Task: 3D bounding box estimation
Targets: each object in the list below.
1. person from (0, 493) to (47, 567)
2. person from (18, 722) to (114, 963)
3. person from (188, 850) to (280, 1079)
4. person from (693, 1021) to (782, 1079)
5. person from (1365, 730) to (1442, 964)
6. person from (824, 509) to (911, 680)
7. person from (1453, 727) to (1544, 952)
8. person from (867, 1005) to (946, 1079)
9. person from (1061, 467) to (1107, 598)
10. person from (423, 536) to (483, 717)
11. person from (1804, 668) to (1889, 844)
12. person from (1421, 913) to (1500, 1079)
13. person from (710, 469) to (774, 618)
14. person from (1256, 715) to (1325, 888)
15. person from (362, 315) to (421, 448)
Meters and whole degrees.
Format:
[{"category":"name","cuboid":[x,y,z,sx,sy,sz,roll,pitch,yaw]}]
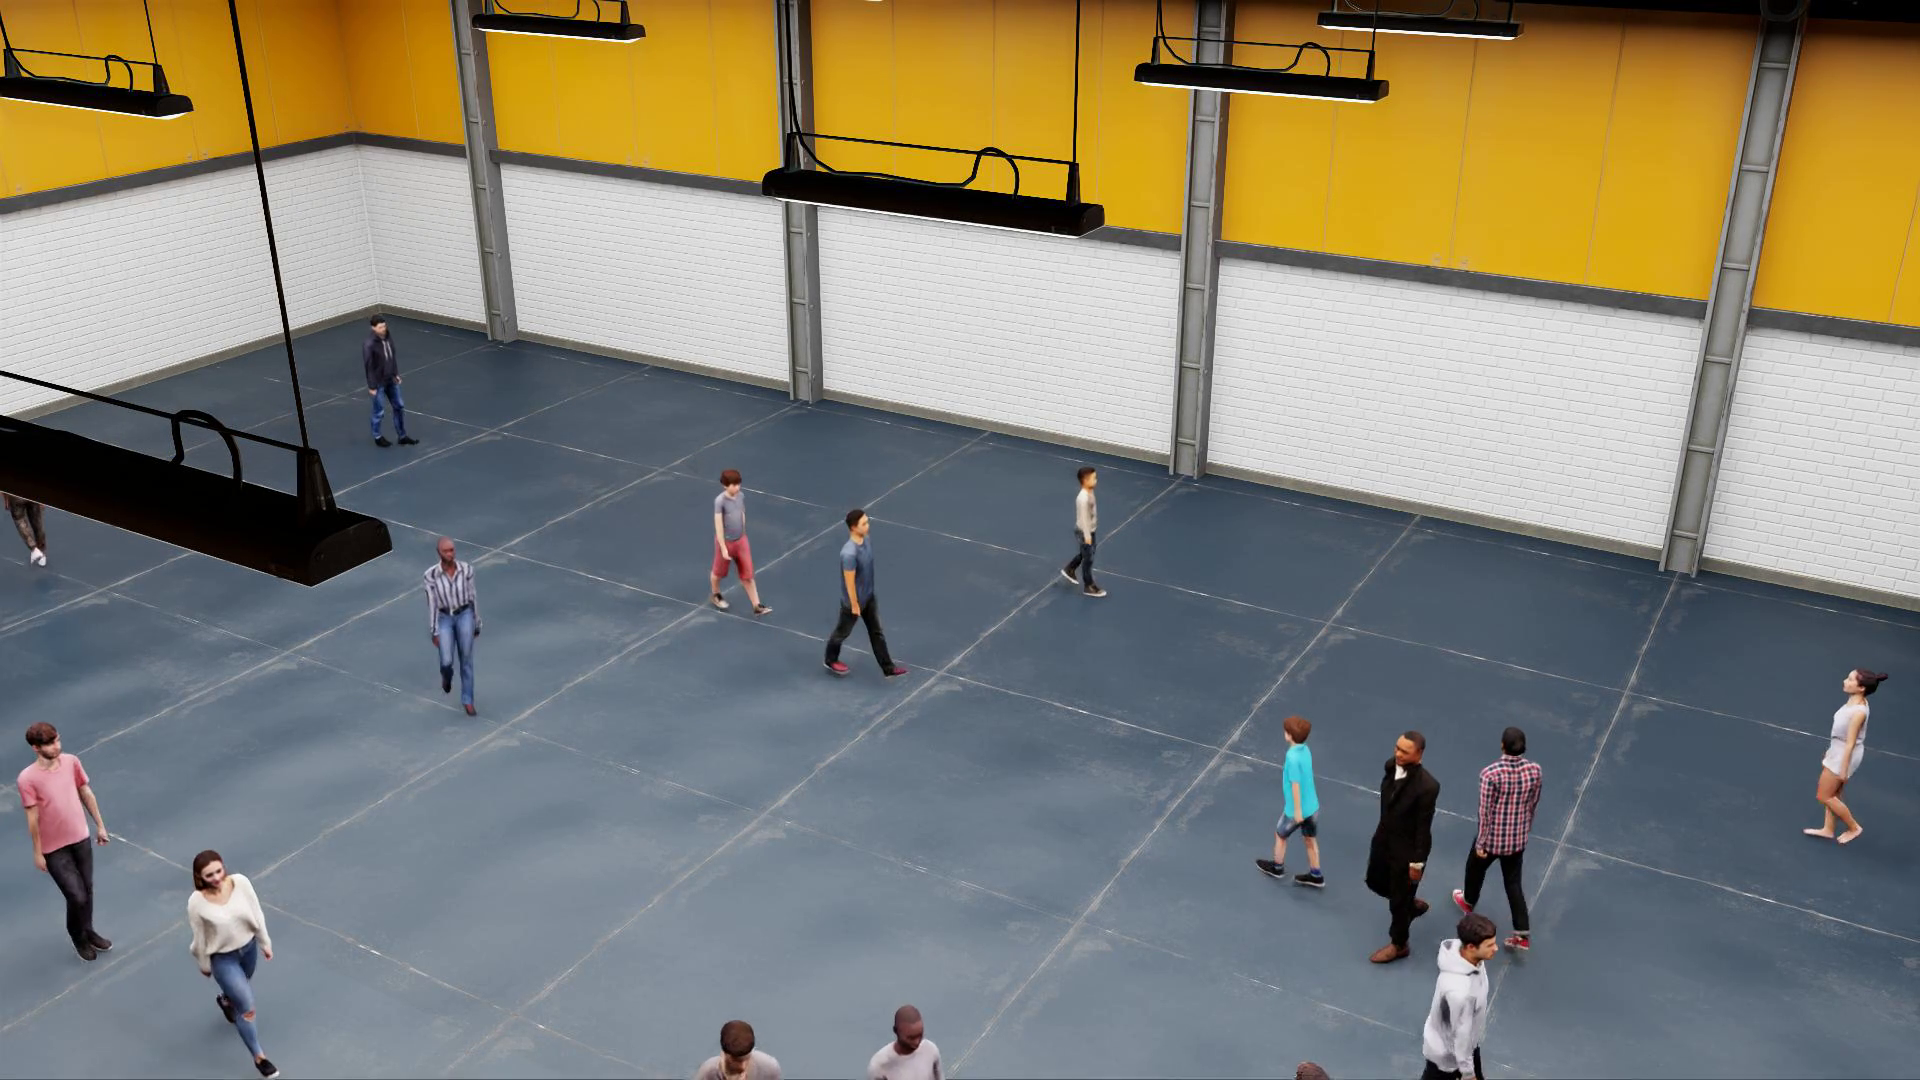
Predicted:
[{"category":"person","cuboid":[-10.419,-0.464,18.546,0.737,1.689,0.842,-17,29,-34]},{"category":"person","cuboid":[-6.609,2.187,12.162,0.636,1.944,0.670,10,26,22]},{"category":"person","cuboid":[-4.923,2.770,11.190,1.167,1.655,0.718,18,29,35]},{"category":"person","cuboid":[-1.253,3.411,9.487,1.242,1.844,1.204,-3,24,-6]},{"category":"person","cuboid":[3.310,2.217,12.159,0.988,1.892,0.941,-11,26,-24]},{"category":"person","cuboid":[-1.075,0.547,16.137,1.170,1.766,0.738,11,26,23]},{"category":"person","cuboid":[4.058,2.229,12.319,1.187,1.742,1.199,-3,24,-8]},{"category":"person","cuboid":[-0.384,3.380,9.697,0.989,1.733,1.234,-13,27,-28]},{"category":"person","cuboid":[1.321,-0.106,18.016,0.820,1.457,0.655,7,24,15]},{"category":"person","cuboid":[-4.770,0.779,15.587,0.831,1.782,0.921,-13,27,-28]},{"category":"person","cuboid":[7.279,1.779,13.536,0.632,1.592,0.562,11,26,24]},{"category":"person","cuboid":[2.911,3.068,10.195,0.835,1.906,0.742,10,26,22]},{"category":"person","cuboid":[-2.476,0.020,17.541,0.828,1.607,1.215,-20,31,-38]},{"category":"person","cuboid":[2.724,2.097,13.039,0.794,1.407,0.570,12,26,25]},{"category":"person","cuboid":[-7.761,-2.116,22.126,0.912,1.849,0.754,9,25,19]}]
